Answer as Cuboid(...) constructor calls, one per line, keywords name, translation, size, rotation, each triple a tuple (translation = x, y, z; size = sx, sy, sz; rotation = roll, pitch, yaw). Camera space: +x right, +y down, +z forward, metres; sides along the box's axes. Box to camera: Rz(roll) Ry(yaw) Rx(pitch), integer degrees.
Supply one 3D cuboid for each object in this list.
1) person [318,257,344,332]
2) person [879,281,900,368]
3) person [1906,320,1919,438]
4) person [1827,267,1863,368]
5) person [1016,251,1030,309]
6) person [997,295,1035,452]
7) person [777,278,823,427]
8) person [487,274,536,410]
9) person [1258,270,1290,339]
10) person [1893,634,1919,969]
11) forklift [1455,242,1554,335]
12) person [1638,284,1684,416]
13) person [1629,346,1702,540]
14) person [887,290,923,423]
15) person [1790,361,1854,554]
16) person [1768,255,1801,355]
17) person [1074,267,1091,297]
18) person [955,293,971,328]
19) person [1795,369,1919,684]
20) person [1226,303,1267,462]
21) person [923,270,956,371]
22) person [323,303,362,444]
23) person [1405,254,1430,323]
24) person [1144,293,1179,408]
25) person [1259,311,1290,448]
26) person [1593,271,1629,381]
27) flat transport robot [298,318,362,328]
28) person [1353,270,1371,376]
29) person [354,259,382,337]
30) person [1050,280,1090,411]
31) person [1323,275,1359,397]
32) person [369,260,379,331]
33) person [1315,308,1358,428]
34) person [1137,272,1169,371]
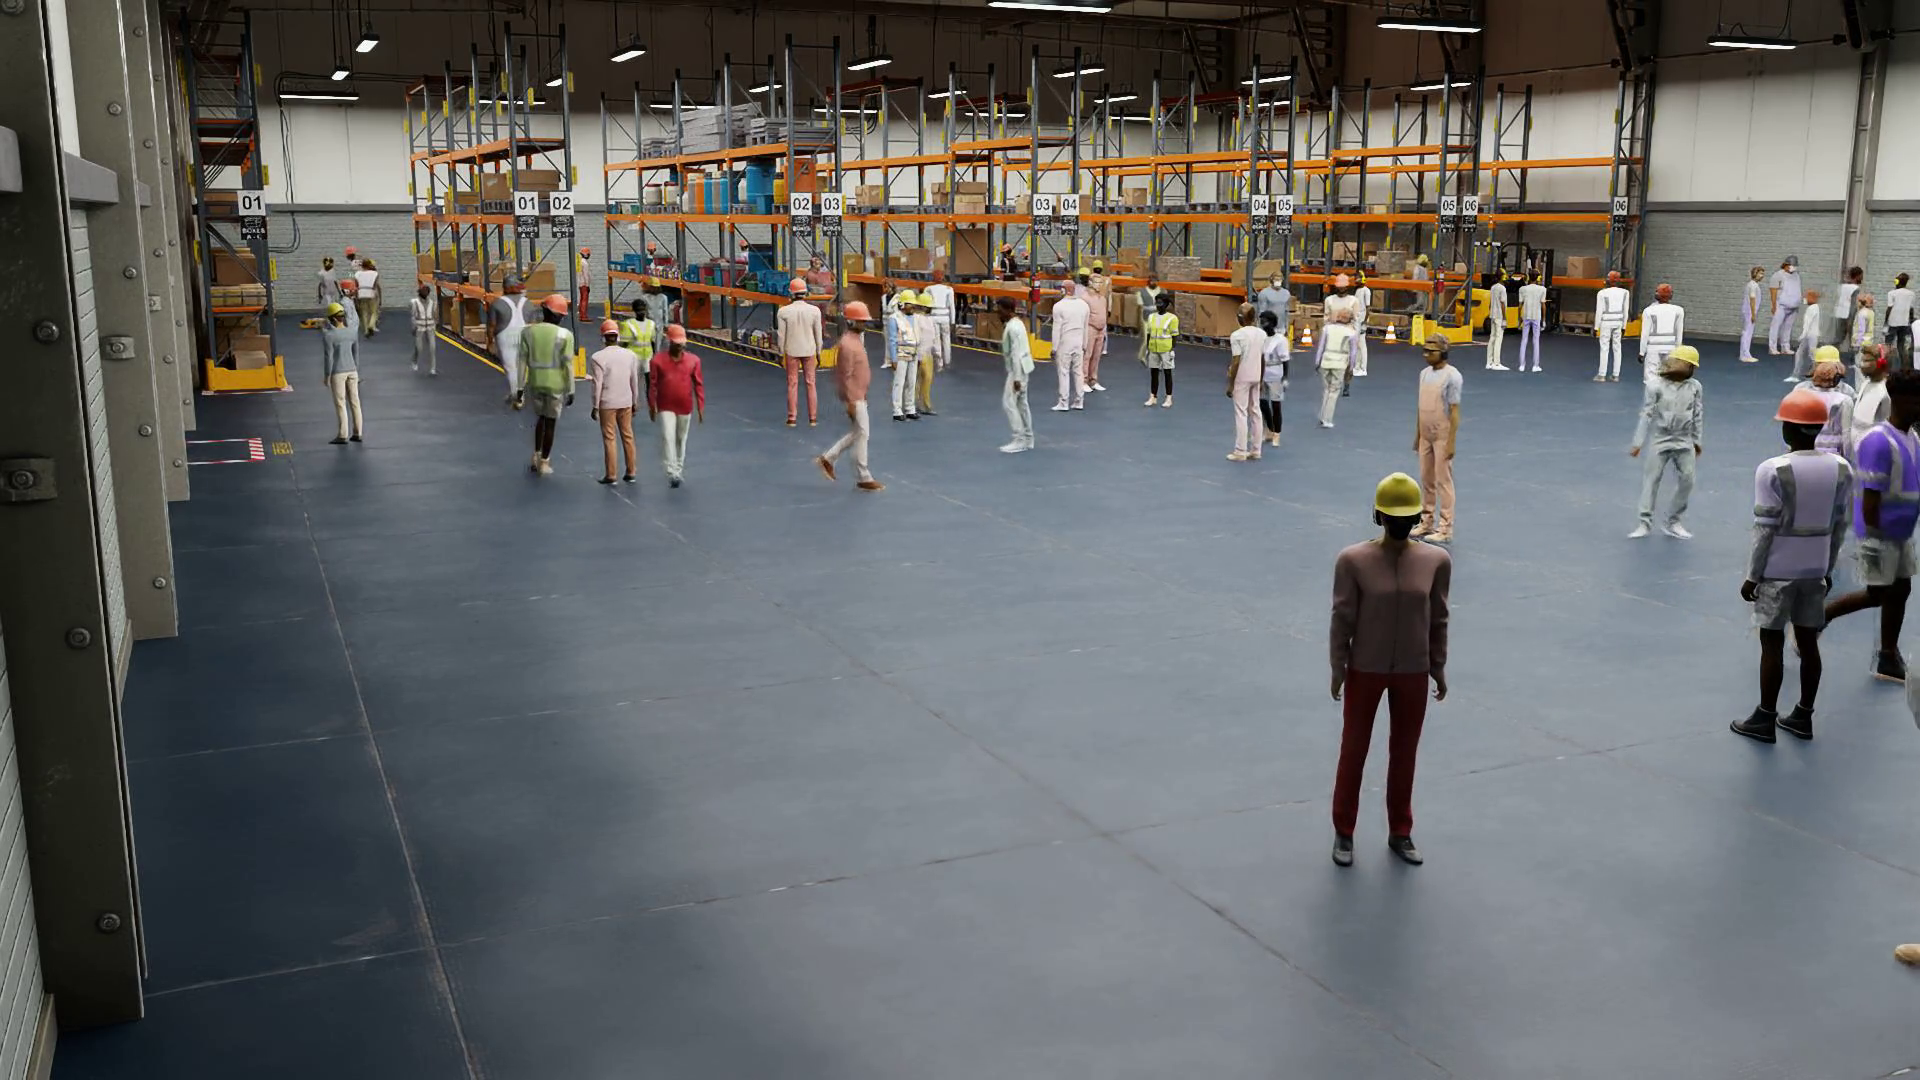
Cuboid(name="person", translation=(-15.048, -5.822, 39.680), size=(0.722, 1.827, 0.489), rotation=(3, 11, 14))
Cuboid(name="person", translation=(-1.271, -3.977, 30.807), size=(0.554, 1.634, 0.328), rotation=(8, 14, 36))
Cuboid(name="person", translation=(11.750, -2.020, 20.135), size=(0.397, 1.911, 0.588), rotation=(-5, 12, -26))
Cuboid(name="person", translation=(16.497, -4.137, 30.952), size=(0.851, 1.889, 0.609), rotation=(1, 11, 3))
Cuboid(name="person", translation=(1.981, -7.847, 50.260), size=(0.600, 1.709, 0.666), rotation=(-2, 11, -8))
Cuboid(name="person", translation=(0.676, -2.022, 20.196), size=(0.454, 1.894, 0.620), rotation=(2, 11, 9))
Cuboid(name="person", translation=(-2.164, -2.529, 22.495), size=(0.612, 1.996, 0.375), rotation=(-3, 11, -14))
Cuboid(name="person", translation=(-6.624, -2.964, 24.594), size=(0.678, 2.000, 1.011), rotation=(-9, 14, -39))
Cuboid(name="person", translation=(5.187, -3.479, 27.480), size=(0.628, 1.936, 0.375), rotation=(-6, 13, -28))
Cuboid(name="person", translation=(3.941, 0.648, 6.238), size=(0.718, 2.000, 0.696), rotation=(3, 12, 15))
Cuboid(name="forklift", translation=(13.047, -6.049, 39.881), size=(2.313, 2.155, 1.214), rotation=(-5, 12, -23))
Cuboid(name="person", translation=(9.864, -2.657, 23.437), size=(0.572, 1.883, 0.356), rotation=(0, 11, 2))
Cuboid(name="person", translation=(6.257, -0.852, 14.683), size=(0.605, 1.718, 0.327), rotation=(0, 11, 2))
Cuboid(name="person", translation=(-0.743, -2.535, 22.974), size=(0.403, 1.825, 0.593), rotation=(9, 14, 39))
Cuboid(name="person", translation=(7.289, -0.696, 14.091), size=(0.306, 1.639, 0.523), rotation=(-8, 13, -34))
Cuboid(name="person", translation=(16.847, -4.790, 33.872), size=(0.681, 2.000, 0.538), rotation=(-4, 12, -18))
Cuboid(name="person", translation=(2.262, -3.981, 30.140), size=(0.423, 1.891, 0.630), rotation=(3, 12, 17))
Cuboid(name="person", translation=(0.062, -6.264, 41.844), size=(0.332, 1.861, 0.504), rotation=(-11, 16, -44))
Cuboid(name="person", translation=(5.631, -0.091, 10.227), size=(0.627, 1.949, 0.692), rotation=(-8, 14, -36))
Cuboid(name="person", translation=(3.318, -1.821, 19.284), size=(0.507, 1.845, 0.339), rotation=(-6, 13, -30))
Cuboid(name="person", translation=(-0.383, -4.021, 30.510), size=(0.601, 1.822, 0.980), rotation=(-1, 11, -5))
Cuboid(name="person", translation=(-7.744, -2.083, 20.823), size=(0.315, 1.766, 0.523), rotation=(6, 13, 27))
Cuboid(name="person", translation=(12.070, -6.591, 43.596), size=(0.550, 1.812, 0.603), rotation=(11, 15, 43))
Cuboid(name="person", translation=(2.987, -2.815, 24.713), size=(0.535, 1.697, 0.316), rotation=(8, 14, 37))
Cuboid(name="person", translation=(3.860, -1.986, 20.535), size=(0.384, 1.683, 0.598), rotation=(-7, 13, -32))
Cuboid(name="person", translation=(11.166, -3.663, 28.551), size=(0.573, 1.883, 0.355), rotation=(-1, 11, -6))
Cuboid(name="flat transport robot", translation=(-15.839, -5.463, 41.805), size=(1.431, 0.197, 0.652), rotation=(-6, 12, -26))
Cuboid(name="person", translation=(7.085, -3.849, 29.540), size=(0.328, 1.867, 0.509), rotation=(-2, 11, -12))
Cuboid(name="person", translation=(-13.720, -5.602, 38.558), size=(0.609, 1.823, 0.450), rotation=(-1, 11, -5))
Cuboid(name="person", translation=(1.575, -2.832, 24.269), size=(0.652, 1.904, 0.403), rotation=(-8, 13, -34))
Cuboid(name="person", translation=(5.980, -3.196, 26.140), size=(0.553, 1.916, 0.482), rotation=(5, 12, 24))
Cuboid(name="person", translation=(-14.393, -5.978, 40.662), size=(0.282, 1.746, 0.493), rotation=(-4, 12, -19))
Cuboid(name="person", translation=(5.068, -2.310, 22.347), size=(0.549, 1.607, 0.558), rotation=(10, 15, 42))
Cuboid(name="person", translation=(3.513, -4.011, 30.507), size=(0.633, 1.813, 0.675), rotation=(-3, 12, -15))
